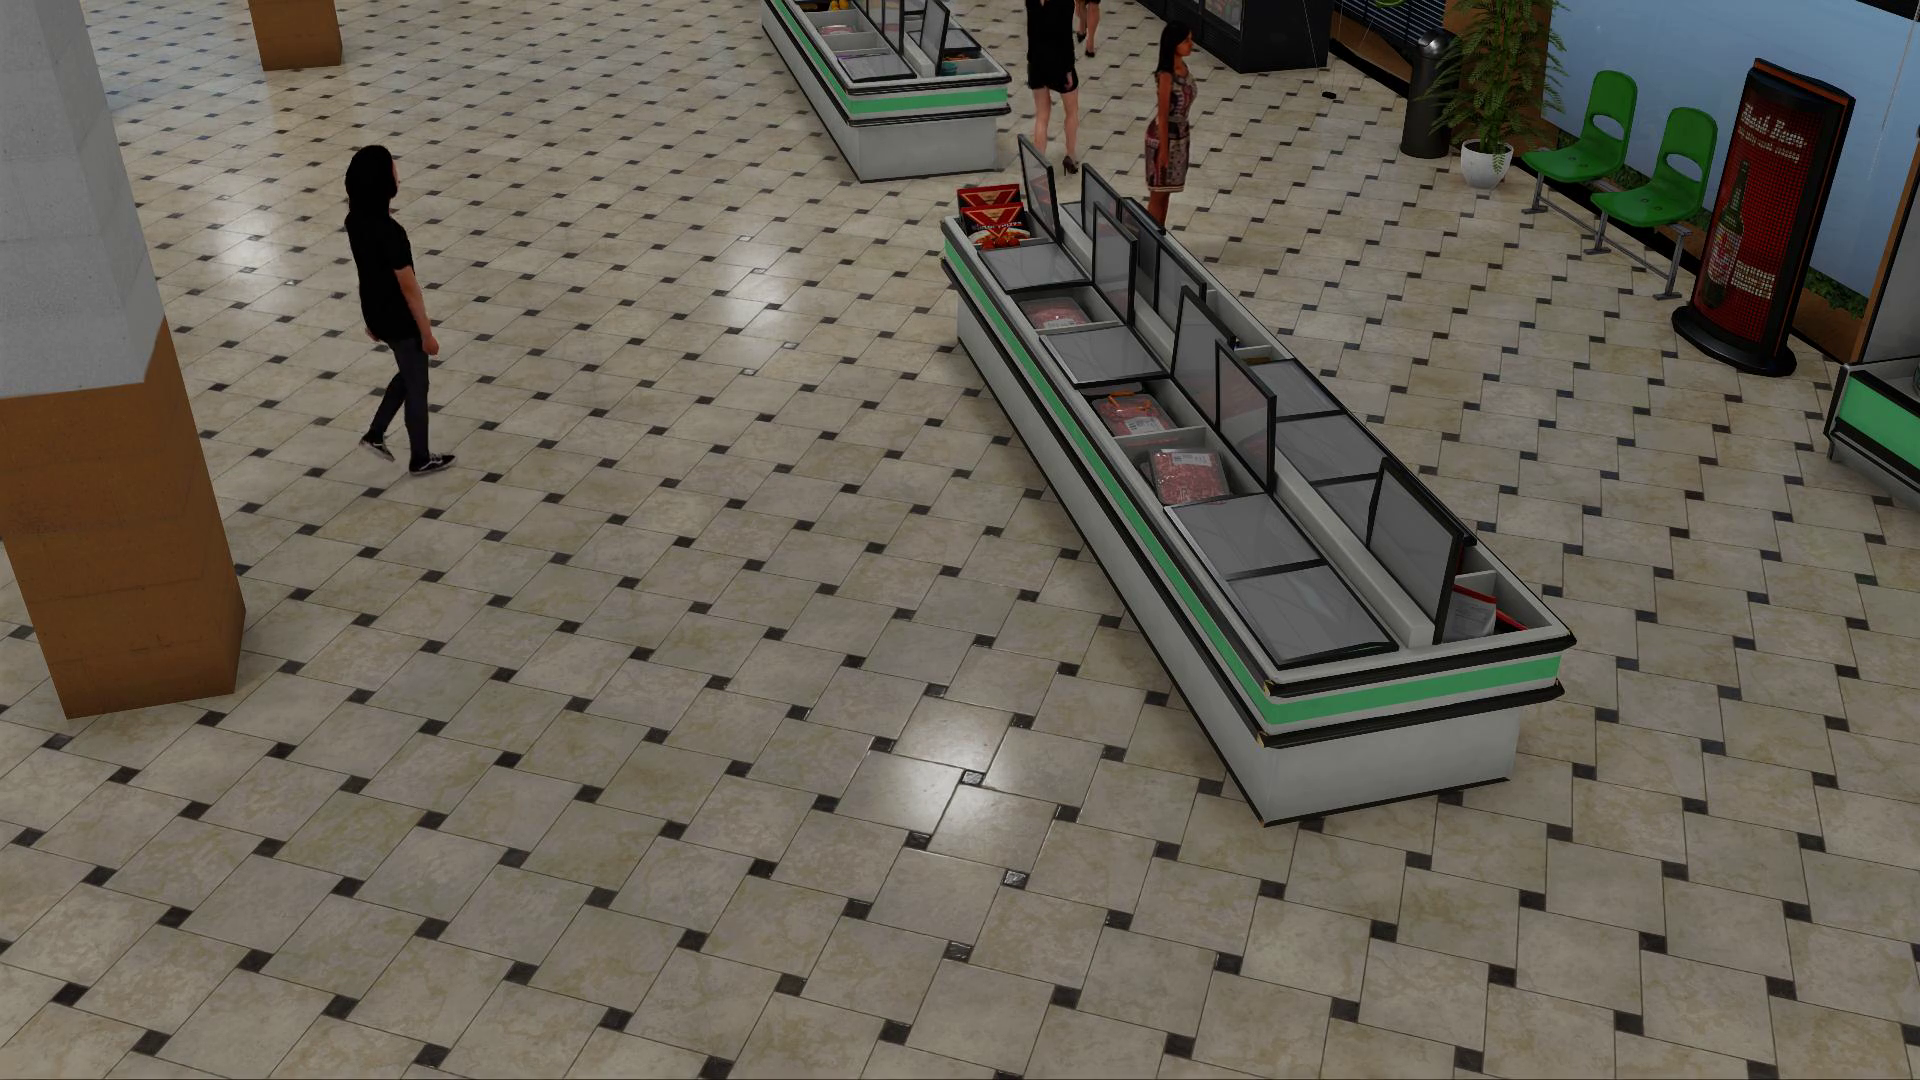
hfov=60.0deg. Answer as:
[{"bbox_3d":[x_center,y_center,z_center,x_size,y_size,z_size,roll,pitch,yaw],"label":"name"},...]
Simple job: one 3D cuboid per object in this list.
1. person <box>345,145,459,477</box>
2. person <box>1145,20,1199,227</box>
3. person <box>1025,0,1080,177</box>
[{"bbox_3d":[-3.024,-1.134,8.669,0.865,1.822,0.800,-25,40,-35],"label":"person"},{"bbox_3d":[1.420,-2.726,11.394,0.784,1.645,0.689,12,34,19],"label":"person"},{"bbox_3d":[0.636,-3.495,12.541,0.816,1.740,0.887,16,35,24],"label":"person"}]
